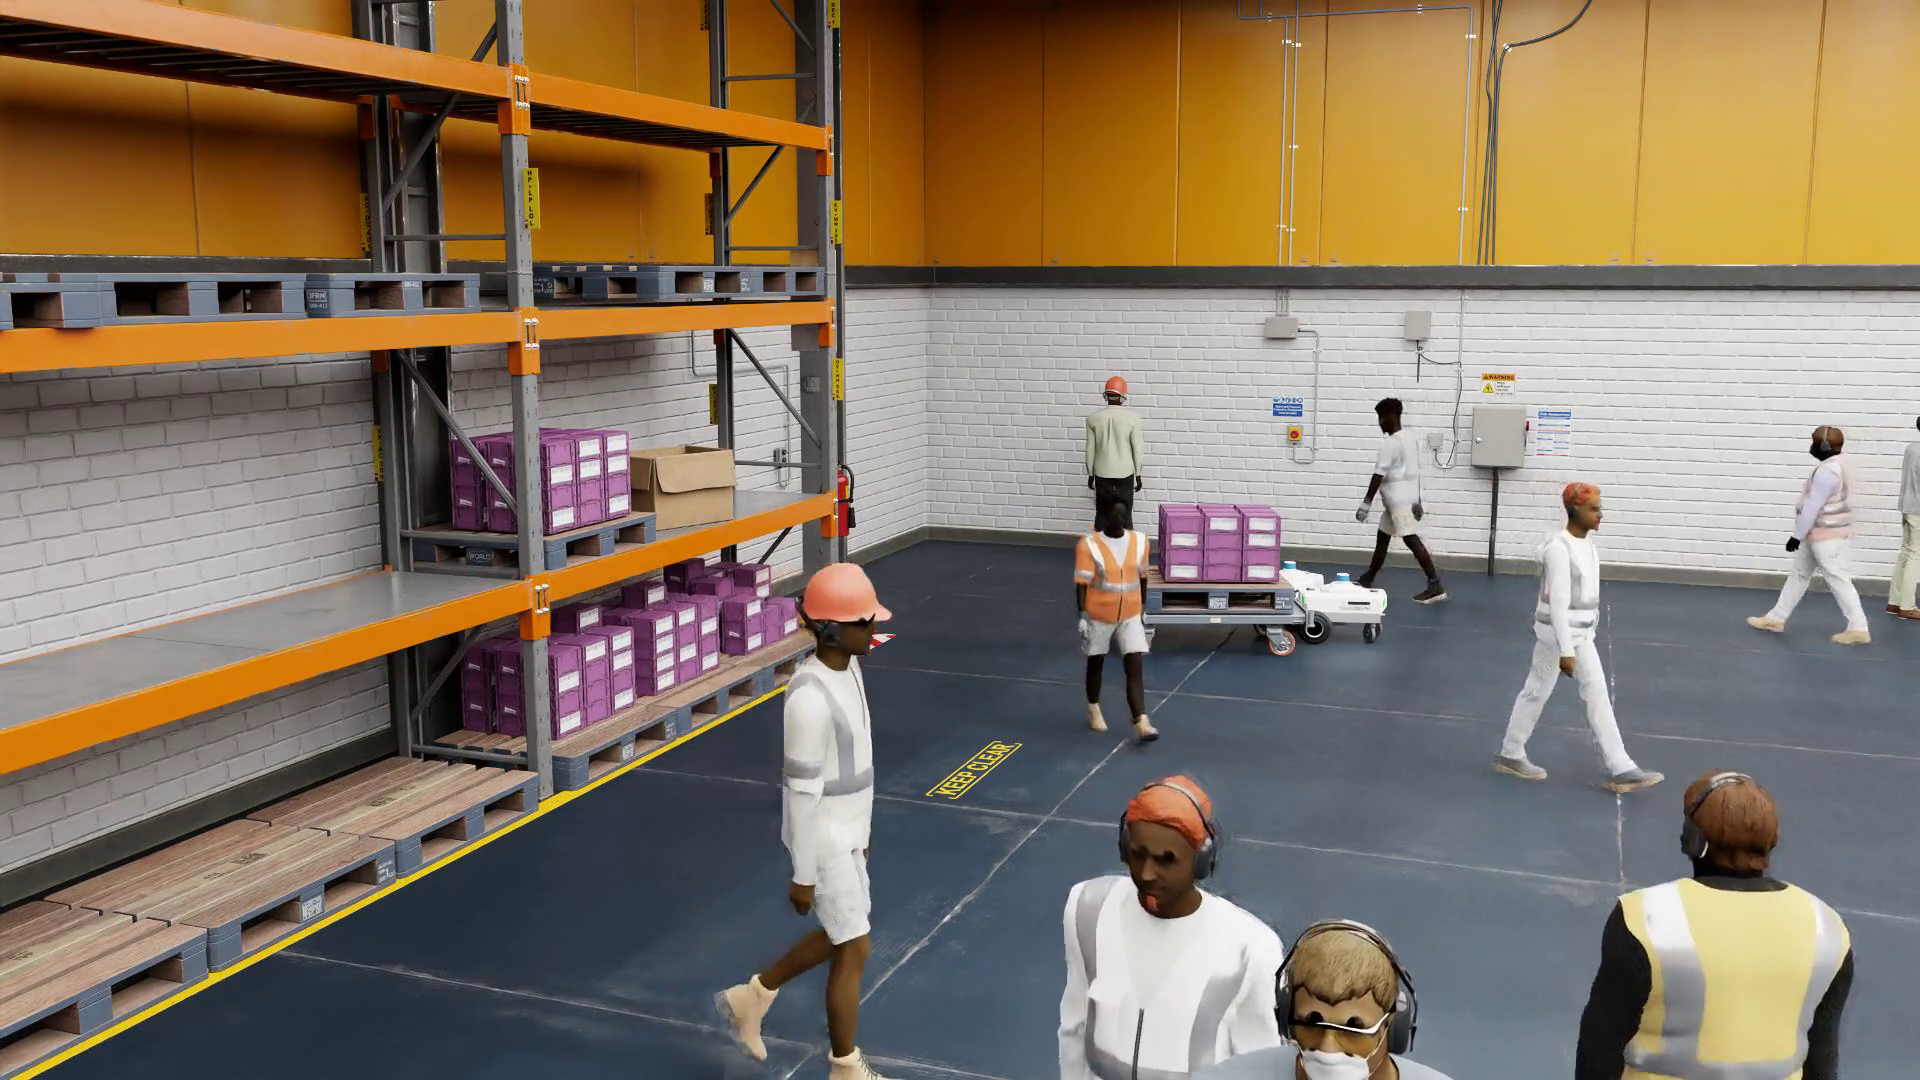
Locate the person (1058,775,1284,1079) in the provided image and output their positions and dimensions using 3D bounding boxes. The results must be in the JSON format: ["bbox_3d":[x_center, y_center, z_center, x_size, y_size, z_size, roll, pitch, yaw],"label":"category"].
[{"bbox_3d":[0.481,1.471,3.993,0.594,1.872,0.408,6,11,31],"label":"person"}]

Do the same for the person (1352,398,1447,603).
[{"bbox_3d":[4.102,-0.368,15.513,1.046,1.906,0.626,6,11,34],"label":"person"}]

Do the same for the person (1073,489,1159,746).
[{"bbox_3d":[1.008,0.501,10.765,0.553,1.647,0.861,-2,9,-14],"label":"person"}]

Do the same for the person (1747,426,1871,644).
[{"bbox_3d":[7.152,-0.052,13.826,0.963,1.797,0.620,6,11,33],"label":"person"}]

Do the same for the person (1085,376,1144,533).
[{"bbox_3d":[1.603,-0.695,17.223,0.608,1.995,0.377,3,10,19],"label":"person"}]

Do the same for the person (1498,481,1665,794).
[{"bbox_3d":[3.625,0.577,9.752,0.999,1.823,0.594,9,13,44],"label":"person"}]

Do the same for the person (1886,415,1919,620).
[{"bbox_3d":[8.468,-0.220,14.680,0.332,1.866,0.515,1,9,9],"label":"person"}]

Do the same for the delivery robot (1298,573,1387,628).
[{"bbox_3d":[3.175,0.520,13.811,0.707,0.478,0.477,1,9,8],"label":"delivery robot"}]

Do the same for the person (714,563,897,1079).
[{"bbox_3d":[-0.541,1.070,6.067,0.681,2.023,0.621,1,9,6],"label":"person"}]

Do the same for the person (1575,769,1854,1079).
[{"bbox_3d":[1.875,1.481,4.132,0.617,1.821,0.831,-1,9,-8],"label":"person"}]

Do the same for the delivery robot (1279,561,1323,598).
[{"bbox_3d":[2.846,0.427,14.393,0.477,0.478,0.707,8,12,40],"label":"delivery robot"}]

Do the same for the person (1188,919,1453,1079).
[{"bbox_3d":[0.664,1.600,2.986,0.638,1.938,0.357,2,9,15],"label":"person"}]
